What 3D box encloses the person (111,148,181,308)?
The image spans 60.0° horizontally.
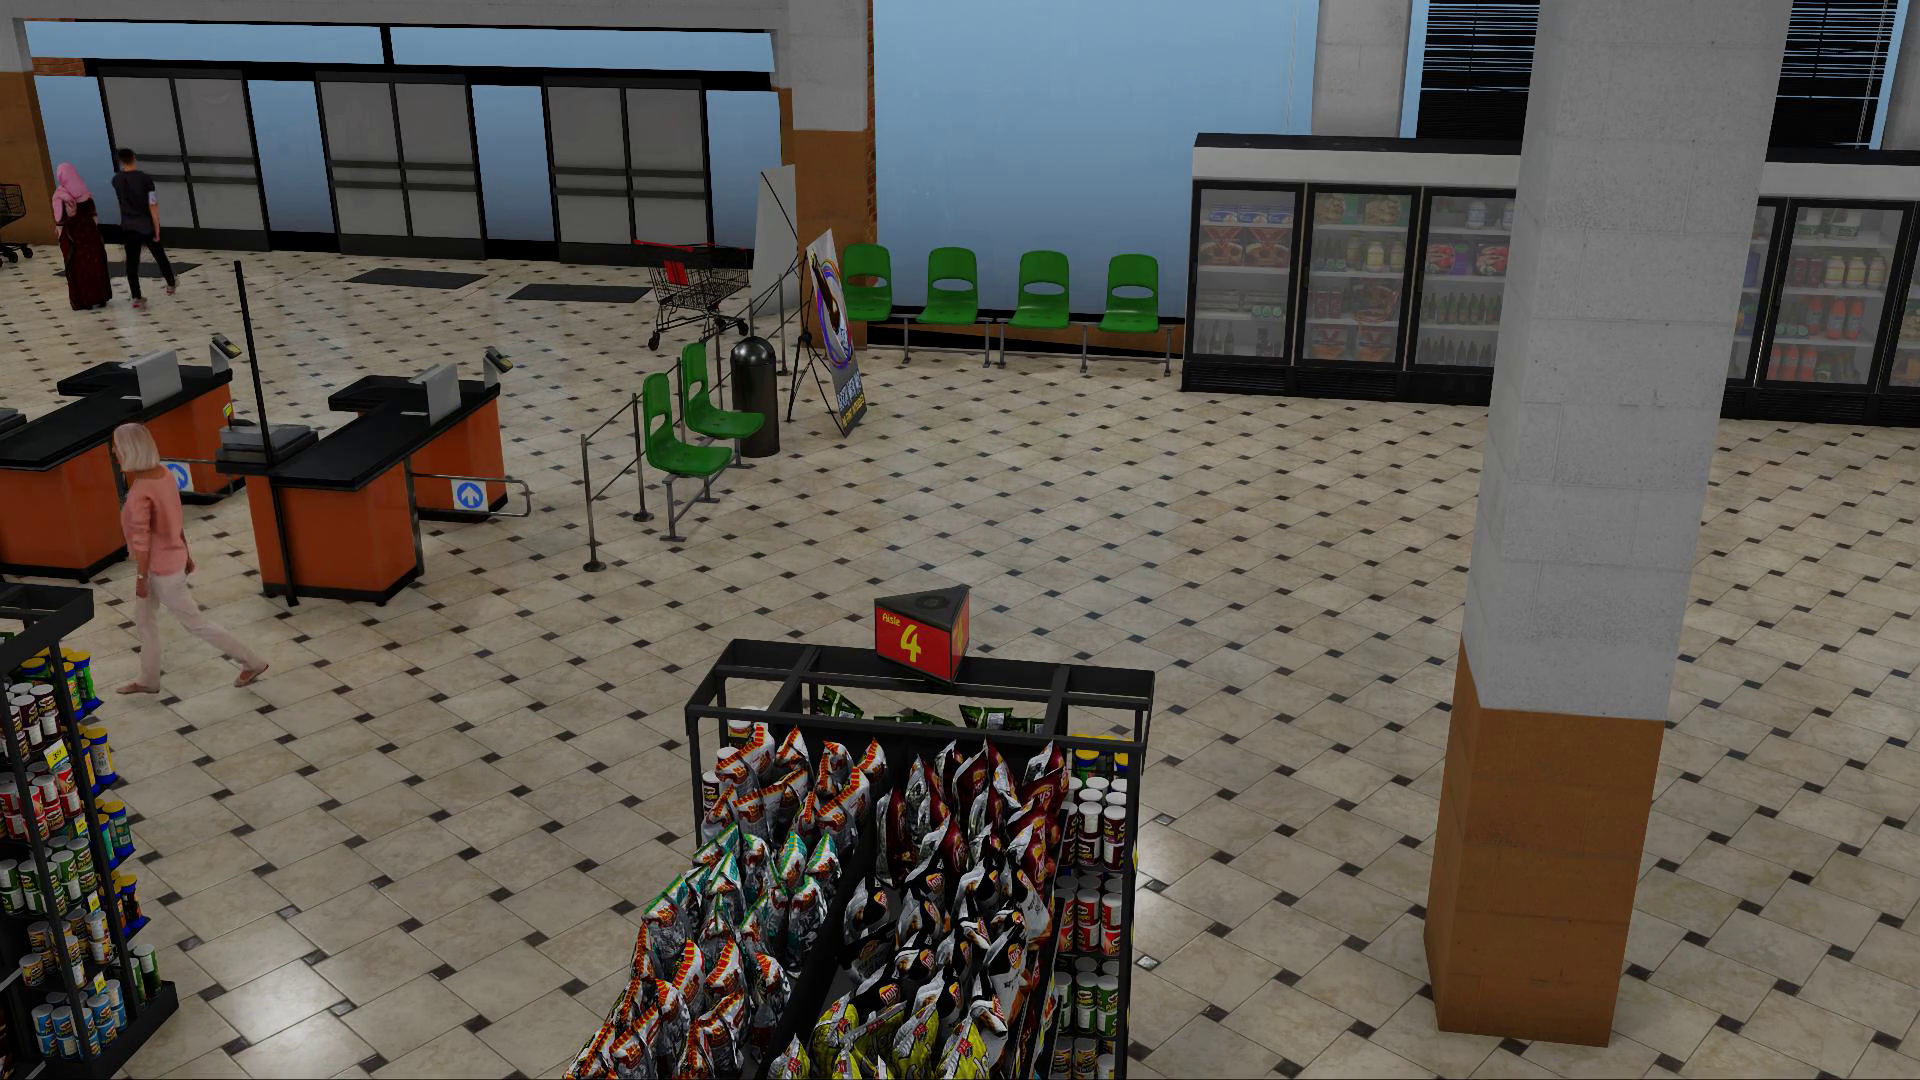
[{"bbox_3d":[-9.247,-3.448,18.640,0.862,1.701,1.230,-2,22,-4],"label":"person"}]

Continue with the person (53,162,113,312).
[{"bbox_3d":[-9.863,-3.411,18.633,0.819,1.637,0.705,16,27,35],"label":"person"}]

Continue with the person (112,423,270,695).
[{"bbox_3d":[-4.546,0.152,9.703,0.900,1.685,1.133,-3,22,-9],"label":"person"}]
